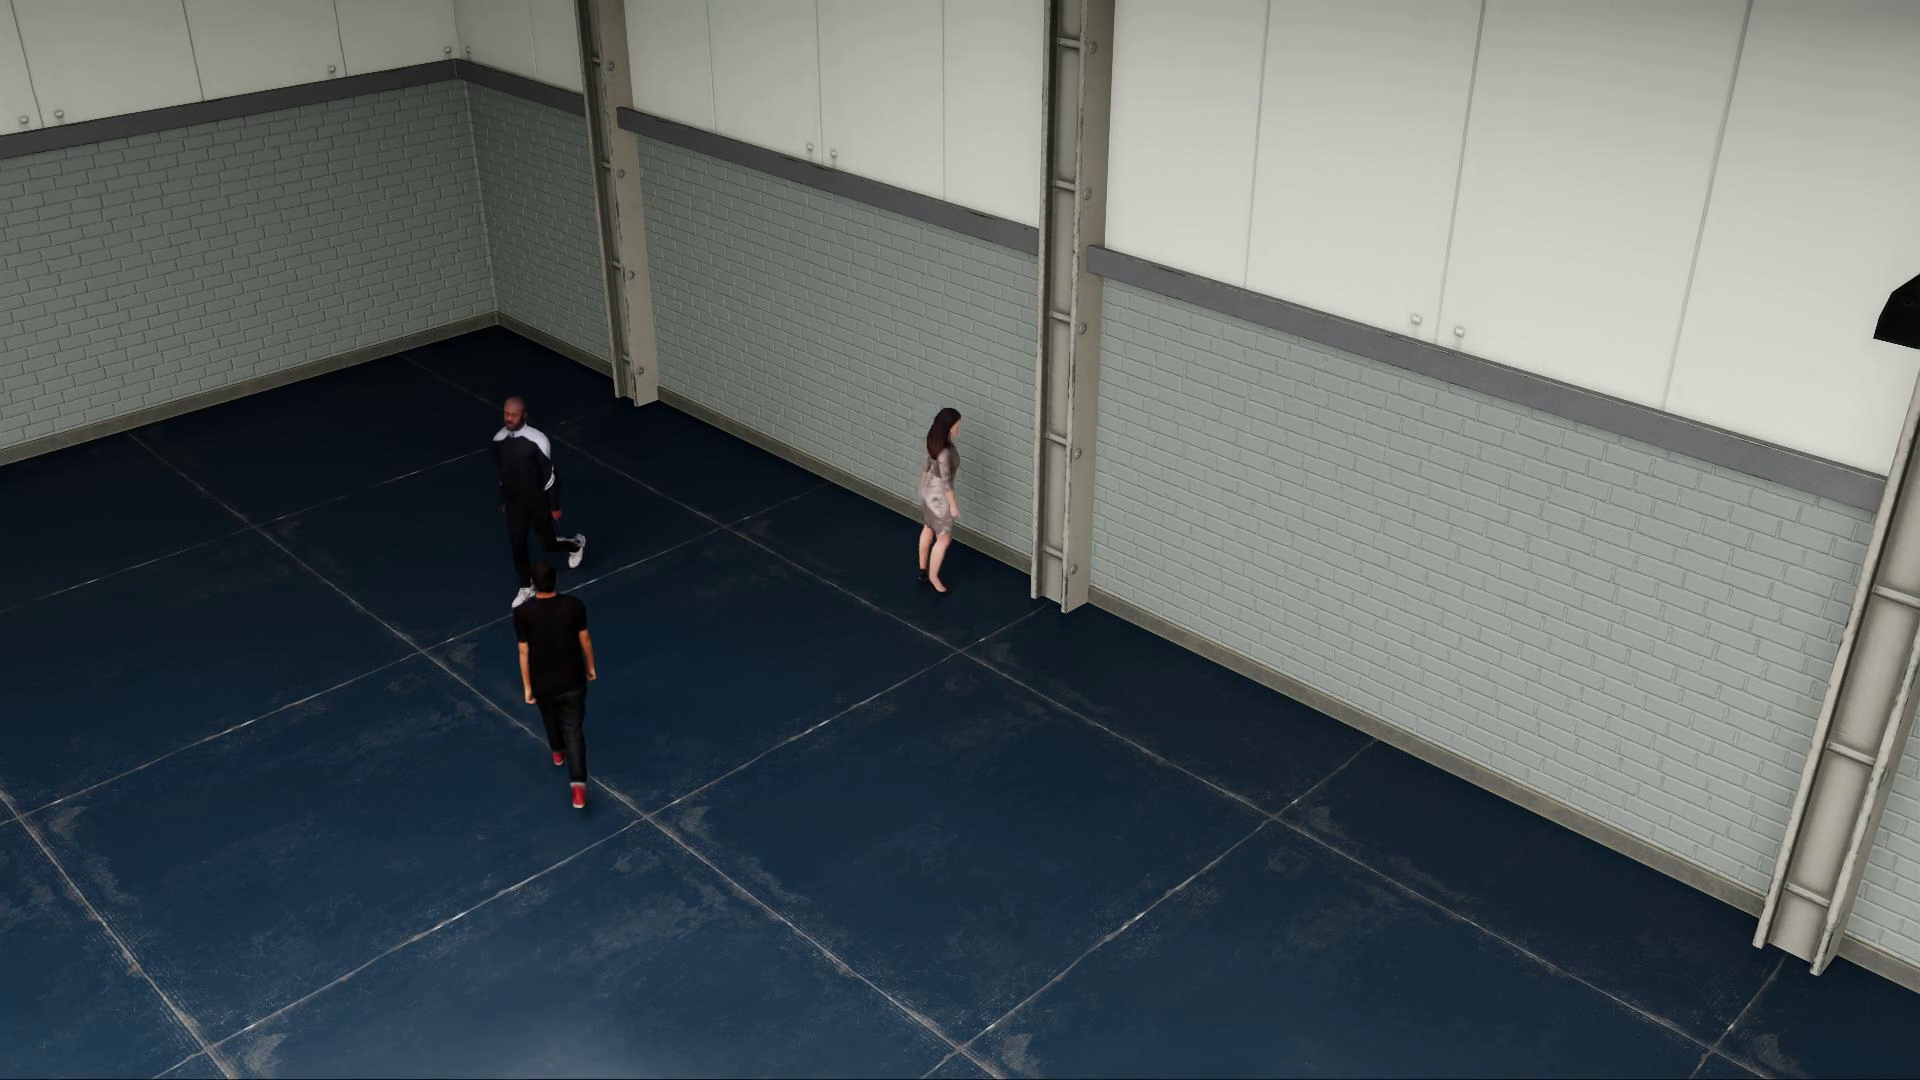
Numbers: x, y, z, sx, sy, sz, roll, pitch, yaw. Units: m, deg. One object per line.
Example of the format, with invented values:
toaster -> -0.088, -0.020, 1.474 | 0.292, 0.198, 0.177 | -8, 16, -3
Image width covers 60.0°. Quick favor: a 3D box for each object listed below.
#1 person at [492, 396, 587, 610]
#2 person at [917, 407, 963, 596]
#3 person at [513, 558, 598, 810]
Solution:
person -> -3.443, -0.376, 13.551 | 1.123, 1.795, 1.050 | 11, 30, 20
person -> -0.219, -0.335, 13.555 | 0.871, 1.718, 0.674 | -15, 32, -26
person -> -2.672, 0.984, 11.084 | 1.036, 1.713, 1.251 | -6, 29, -11
